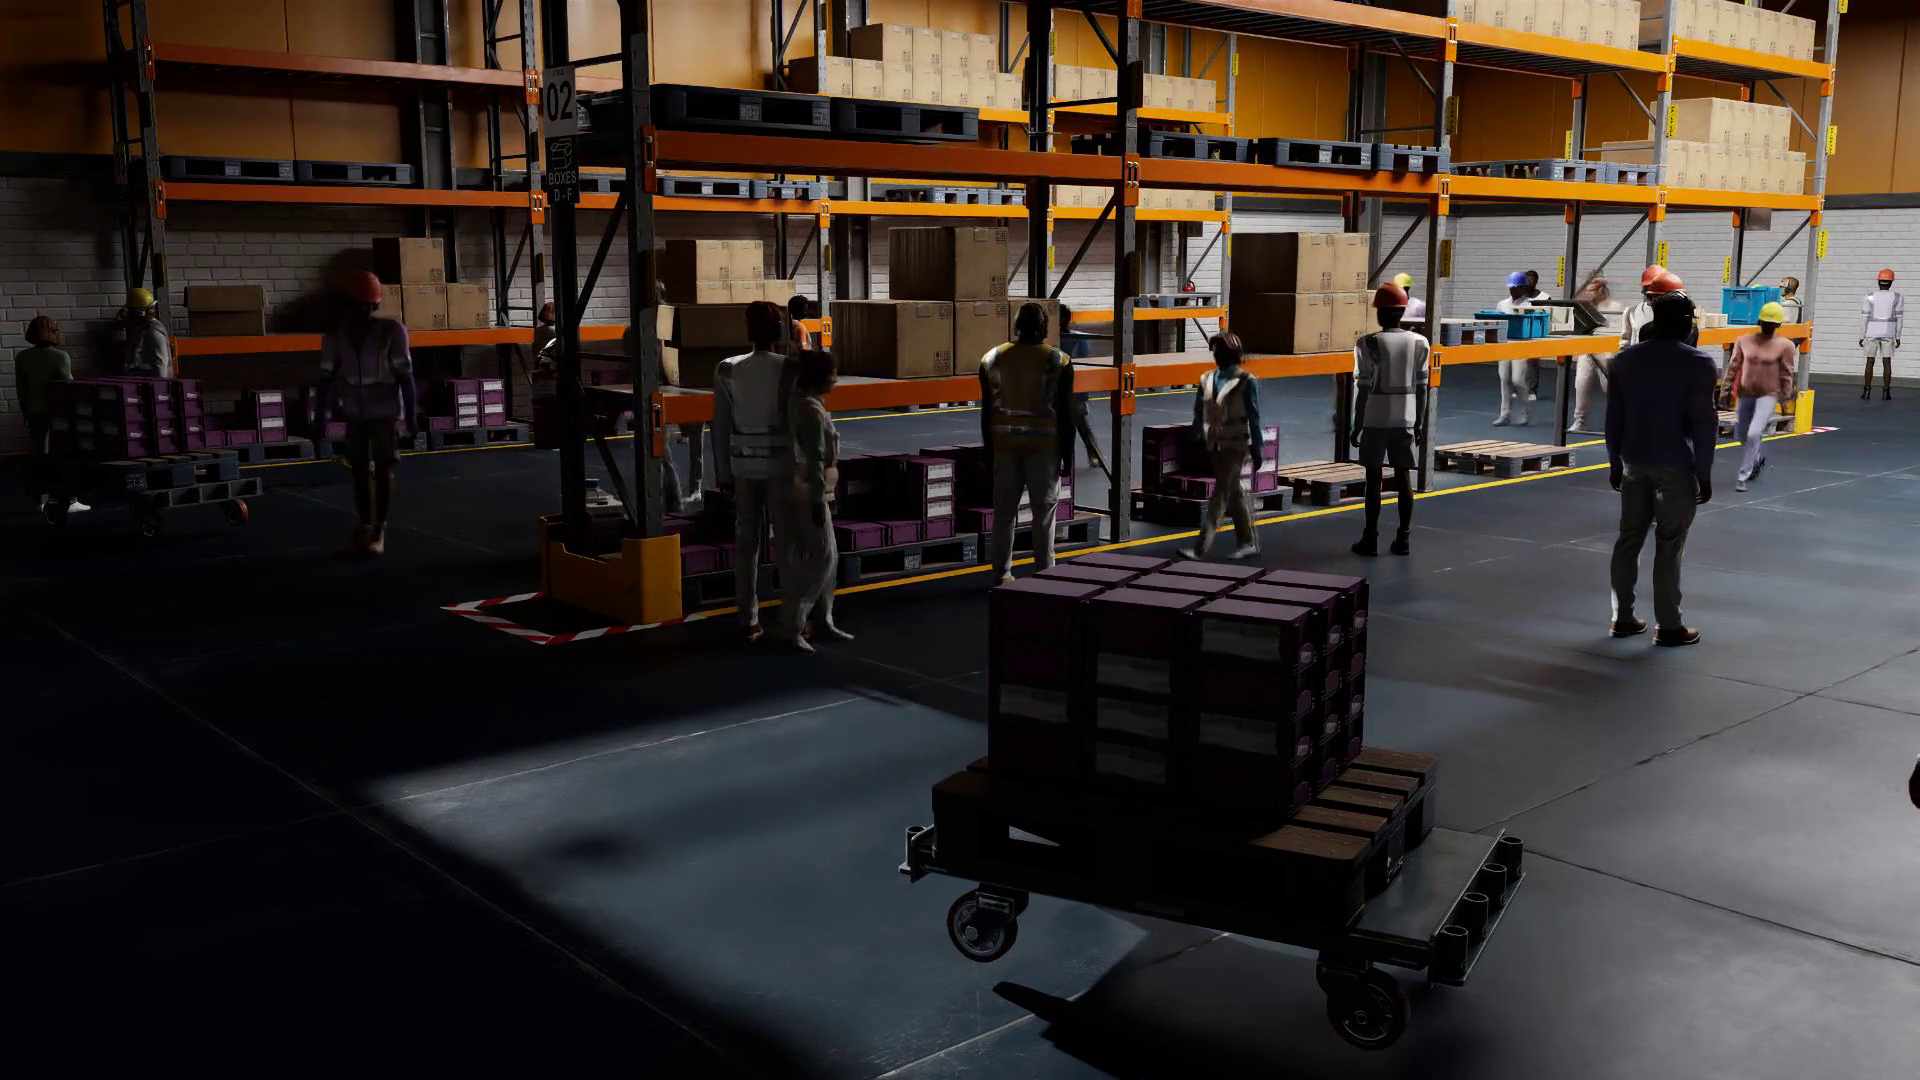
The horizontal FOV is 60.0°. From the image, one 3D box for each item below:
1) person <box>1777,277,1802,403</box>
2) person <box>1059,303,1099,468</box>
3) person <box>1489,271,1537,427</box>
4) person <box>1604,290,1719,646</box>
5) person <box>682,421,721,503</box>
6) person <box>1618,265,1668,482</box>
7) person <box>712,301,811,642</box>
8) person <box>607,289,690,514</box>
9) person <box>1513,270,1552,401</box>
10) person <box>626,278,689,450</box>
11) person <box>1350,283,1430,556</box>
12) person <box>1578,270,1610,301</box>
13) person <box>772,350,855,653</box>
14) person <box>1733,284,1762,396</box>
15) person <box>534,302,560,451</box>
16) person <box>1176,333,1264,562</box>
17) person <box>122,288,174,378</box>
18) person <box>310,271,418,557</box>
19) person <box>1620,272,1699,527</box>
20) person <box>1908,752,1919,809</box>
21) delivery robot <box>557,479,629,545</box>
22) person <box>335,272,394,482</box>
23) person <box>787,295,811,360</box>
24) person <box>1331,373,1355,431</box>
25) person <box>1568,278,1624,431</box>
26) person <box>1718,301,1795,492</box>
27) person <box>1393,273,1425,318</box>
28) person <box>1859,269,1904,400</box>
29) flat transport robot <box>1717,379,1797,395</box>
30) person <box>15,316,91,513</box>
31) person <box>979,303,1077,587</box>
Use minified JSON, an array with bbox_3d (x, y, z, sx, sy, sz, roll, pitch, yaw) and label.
[{"bbox_3d":[11.270,-2.664,22.706,0.343,1.846,0.507,8,13,40],"label":"person"},{"bbox_3d":[1.097,-1.514,16.481,0.551,1.669,0.555,6,11,32],"label":"person"},{"bbox_3d":[6.898,-2.372,20.723,0.440,1.936,0.636,-6,12,-33],"label":"person"},{"bbox_3d":[3.839,-0.391,9.130,0.352,1.937,0.635,-7,12,-34],"label":"person"},{"bbox_3d":[-2.191,-1.124,14.311,0.508,1.632,0.271,2,10,10],"label":"person"},{"bbox_3d":[6.435,-1.533,15.510,0.616,2.041,0.378,7,12,37],"label":"person"},{"bbox_3d":[-1.066,-0.365,9.143,0.574,1.881,0.358,2,10,11],"label":"person"},{"bbox_3d":[-2.397,-0.953,12.489,0.651,1.908,0.847,8,13,40],"label":"person"},{"bbox_3d":[8.354,-2.999,24.452,0.593,1.920,0.391,7,12,35],"label":"person"},{"bbox_3d":[-3.305,-1.968,18.524,0.641,1.896,1.018,9,13,42],"label":"person"},{"bbox_3d":[3.028,-0.846,11.799,0.547,1.936,0.364,-1,10,-7],"label":"person"},{"bbox_3d":[11.189,-3.792,29.177,0.672,1.879,0.773,-3,10,-15],"label":"person"},{"bbox_3d":[-0.812,-0.214,9.053,0.437,1.623,0.551,-2,10,-9],"label":"person"},{"bbox_3d":[10.328,-2.440,21.655,0.525,1.759,0.337,5,11,25],"label":"person"},{"bbox_3d":[-4.484,-1.789,18.232,0.496,1.626,0.284,8,13,40],"label":"person"},{"bbox_3d":[1.772,-0.616,11.414,0.862,1.590,0.539,-7,12,-34],"label":"person"},{"bbox_3d":[-7.573,-1.432,15.547,0.404,1.827,0.590,-7,12,-35],"label":"person"},{"bbox_3d":[-4.202,-0.864,11.659,0.728,2.014,0.533,1,10,7],"label":"person"},{"bbox_3d":[5.508,-1.095,13.083,0.608,1.995,0.377,-6,11,-29],"label":"person"},{"bbox_3d":[2.667,0.551,4.064,0.921,1.780,0.603,-7,12,-36],"label":"person"},{"bbox_3d":[-2.588,-0.188,11.712,0.477,0.478,0.707,-5,11,-28],"label":"delivery robot"},{"bbox_3d":[-5.576,-1.518,15.625,0.438,1.971,0.634,-6,11,-31],"label":"person"},{"bbox_3d":[-1.815,-1.884,18.585,0.319,1.694,0.532,-5,11,-26],"label":"person"},{"bbox_3d":[4.701,-2.269,20.186,0.419,1.913,0.571,-5,11,-28],"label":"person"},{"bbox_3d":[7.762,-2.235,20.136,0.893,1.871,0.644,-6,12,-33],"label":"person"},{"bbox_3d":[7.306,-1.320,15.193,0.592,1.718,0.765,9,14,44],"label":"person"},{"bbox_3d":[5.924,-2.609,22.218,0.589,1.910,0.643,8,13,39],"label":"person"},{"bbox_3d":[13.647,-3.043,24.661,0.551,1.934,0.373,5,11,25],"label":"person"},{"bbox_3d":[12.139,-2.365,25.557,1.431,0.197,0.652,-4,10,-21],"label":"flat transport robot"},{"bbox_3d":[-7.544,-1.035,13.784,0.498,1.634,0.284,1,10,8],"label":"person"},{"bbox_3d":[0.437,-0.570,10.488,0.620,1.836,0.429,3,10,17],"label":"person"}]
